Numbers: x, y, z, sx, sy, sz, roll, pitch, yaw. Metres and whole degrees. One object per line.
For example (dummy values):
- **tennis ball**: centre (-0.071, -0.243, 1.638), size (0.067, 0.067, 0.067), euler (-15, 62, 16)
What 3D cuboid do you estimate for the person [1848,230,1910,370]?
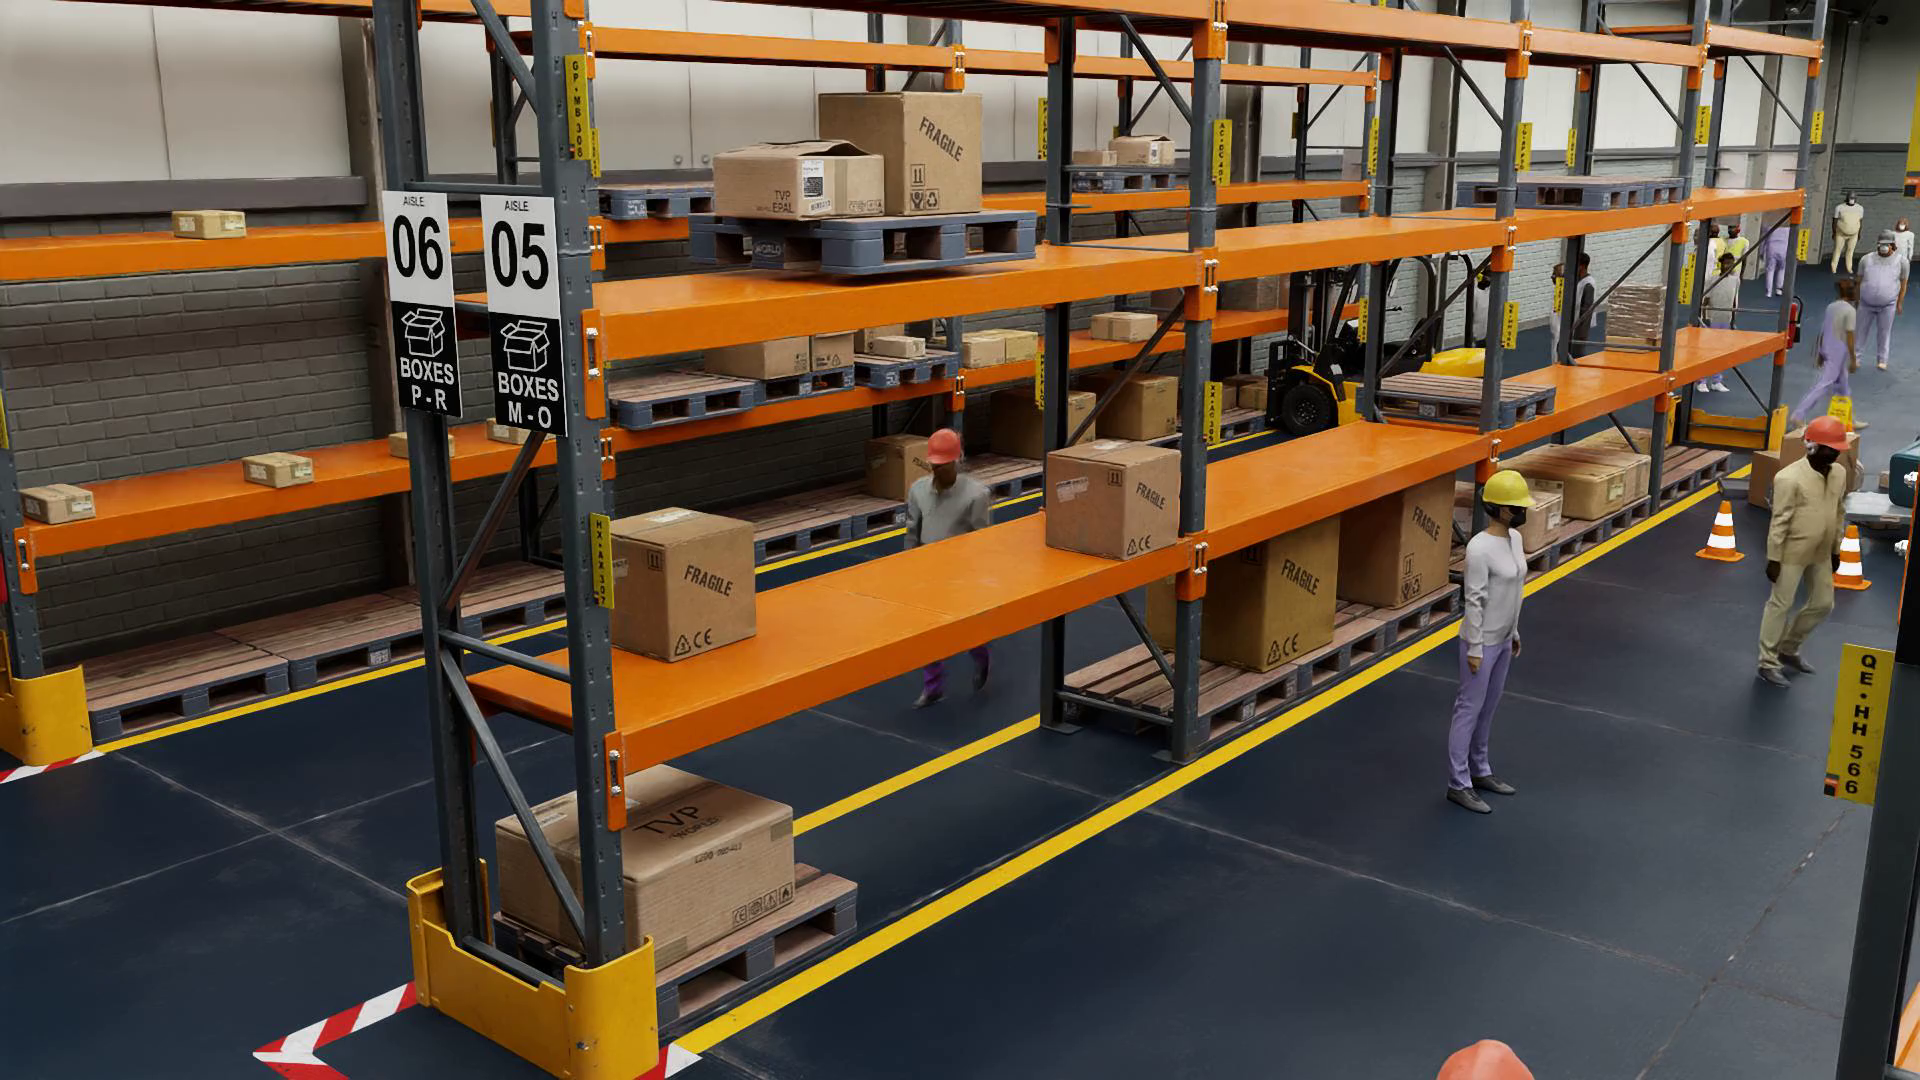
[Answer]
- **person**: centre (13.486, -3.525, 24.421), size (0.673, 2.000, 0.536), euler (9, 17, 34)

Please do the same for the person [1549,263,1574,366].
- **person**: centre (7.499, -2.539, 20.809), size (0.326, 1.843, 0.515), euler (3, 14, 11)

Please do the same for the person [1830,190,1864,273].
- **person**: centre (21.866, -7.589, 40.966), size (0.689, 2.000, 0.537), euler (2, 14, 9)

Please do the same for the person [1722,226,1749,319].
- **person**: centre (14.070, -4.893, 30.391), size (0.390, 1.846, 0.564), euler (-12, 18, -40)

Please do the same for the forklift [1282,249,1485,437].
- **forklift**: centre (4.886, -2.214, 18.767), size (2.313, 2.155, 1.214), euler (11, 18, 38)

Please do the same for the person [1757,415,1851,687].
- **person**: centre (5.297, 0.068, 10.418), size (0.586, 1.741, 0.420), euler (-5, 15, -21)

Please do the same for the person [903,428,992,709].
- **person**: centre (-0.047, 0.153, 10.067), size (0.584, 1.732, 0.531), euler (9, 16, 32)

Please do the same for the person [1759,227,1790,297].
- **person**: centre (17.297, -6.093, 35.219), size (0.680, 1.873, 0.864), euler (7, 15, 26)

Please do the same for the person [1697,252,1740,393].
- **person**: centre (10.167, -2.901, 22.286), size (0.550, 1.883, 0.409), euler (-2, 14, -9)

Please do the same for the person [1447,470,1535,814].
- **person**: centre (2.745, 0.509, 8.562), size (0.314, 1.769, 0.524), euler (12, 18, 40)

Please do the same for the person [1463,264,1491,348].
- **person**: centre (6.367, -2.460, 20.452), size (0.327, 1.865, 0.519), euler (10, 17, 34)

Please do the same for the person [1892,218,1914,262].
- **person**: centre (20.166, -6.092, 35.730), size (0.499, 1.624, 0.442), euler (8, 16, 30)

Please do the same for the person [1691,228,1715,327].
- **person**: centre (12.185, -4.201, 27.468), size (0.398, 1.901, 0.650), euler (4, 14, 14)

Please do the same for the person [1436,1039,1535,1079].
- **person**: centre (0.977, 1.807, 3.302), size (0.569, 1.749, 0.342), euler (5, 15, 18)

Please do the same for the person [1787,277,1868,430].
- **person**: centre (10.156, -2.149, 19.323), size (0.971, 1.804, 0.531), euler (0, 14, 1)
